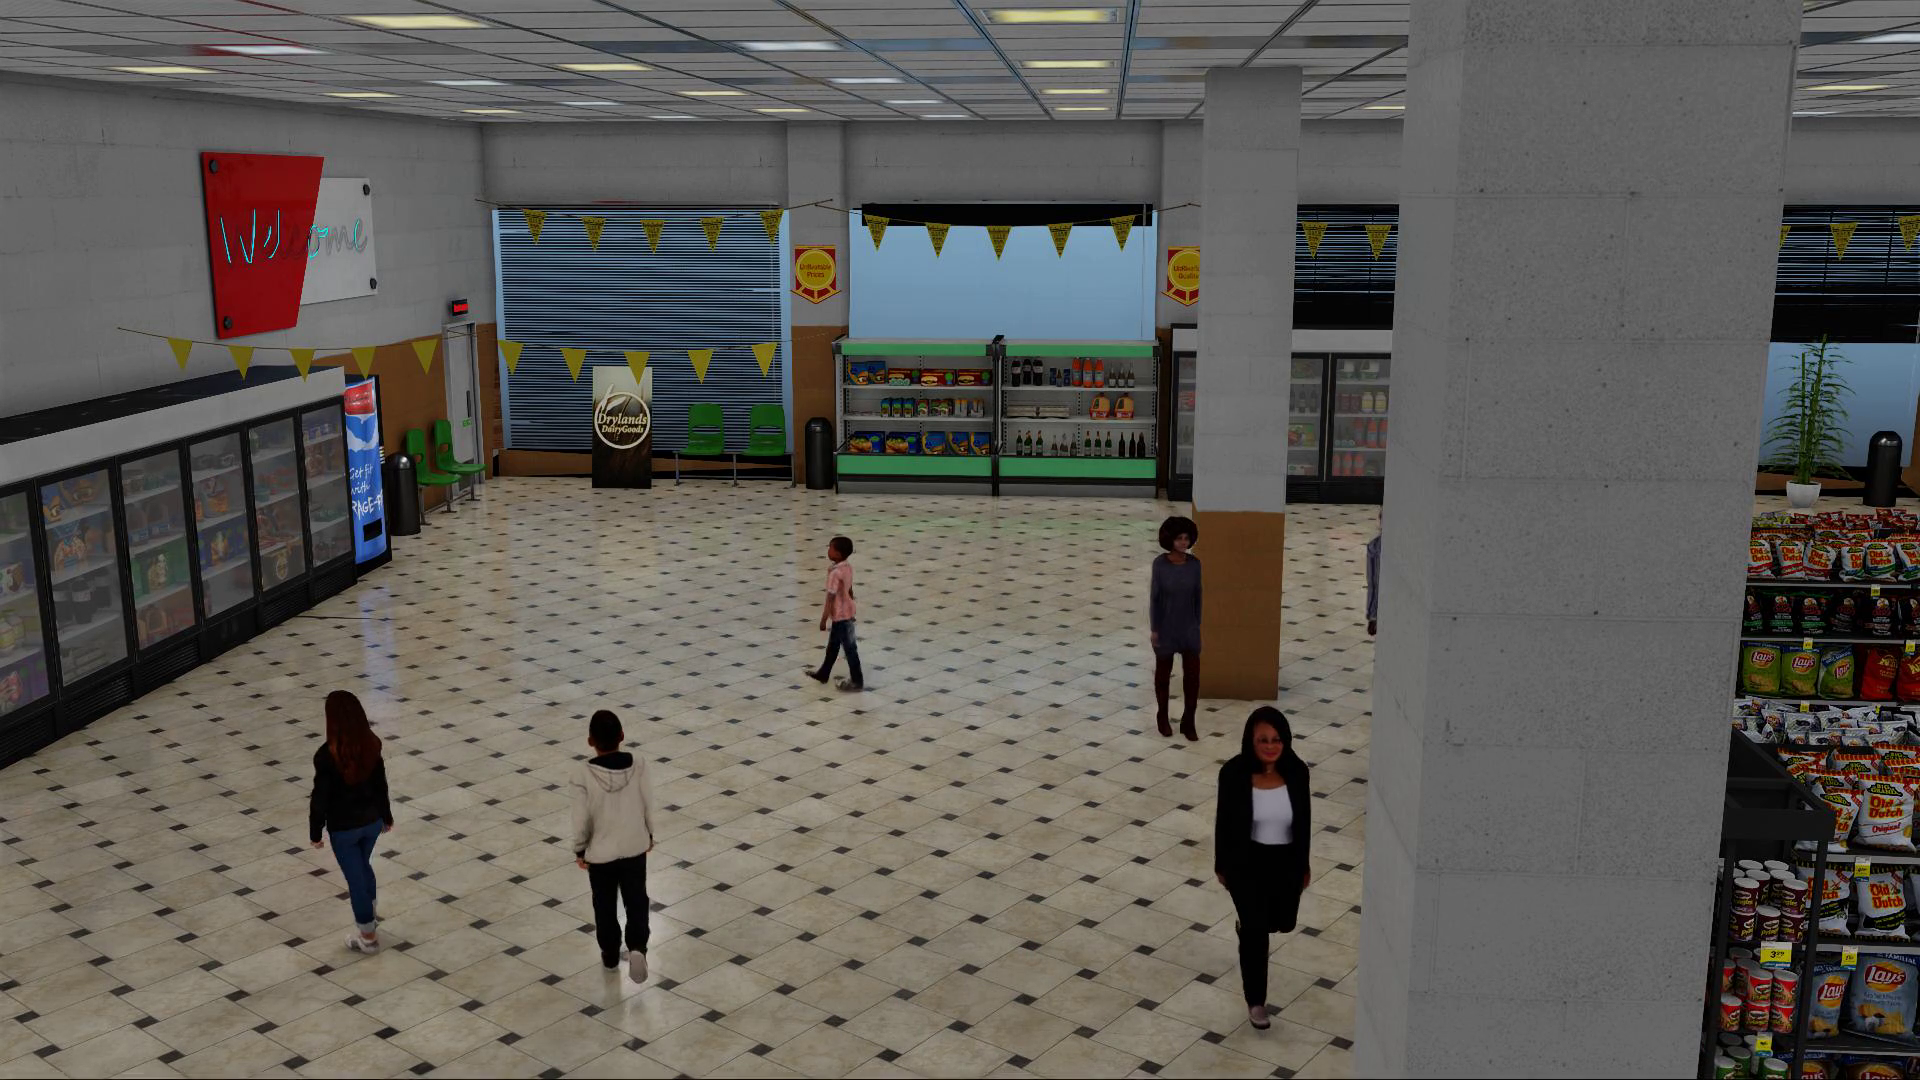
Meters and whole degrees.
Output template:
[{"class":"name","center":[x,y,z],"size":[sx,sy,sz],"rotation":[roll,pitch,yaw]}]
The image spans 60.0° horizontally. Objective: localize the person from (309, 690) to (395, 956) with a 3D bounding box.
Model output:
[{"class":"person","center":[-3.211,1.529,8.939],"size":[0.695,1.476,0.679],"rotation":[8,14,34]}]

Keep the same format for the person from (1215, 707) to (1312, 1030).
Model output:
[{"class":"person","center":[1.501,1.590,8.342],"size":[0.927,1.602,0.843],"rotation":[-2,12,-9]}]

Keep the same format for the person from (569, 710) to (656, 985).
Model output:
[{"class":"person","center":[-1.775,1.608,8.643],"size":[0.867,1.445,0.834],"rotation":[-4,13,-18]}]

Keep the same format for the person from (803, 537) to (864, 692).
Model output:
[{"class":"person","center":[-0.908,0.622,13.698],"size":[0.807,1.289,0.596],"rotation":[3,12,13]}]

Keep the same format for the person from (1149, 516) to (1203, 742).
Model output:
[{"class":"person","center":[1.590,0.649,12.580],"size":[0.678,1.698,0.713],"rotation":[-1,12,-6]}]
